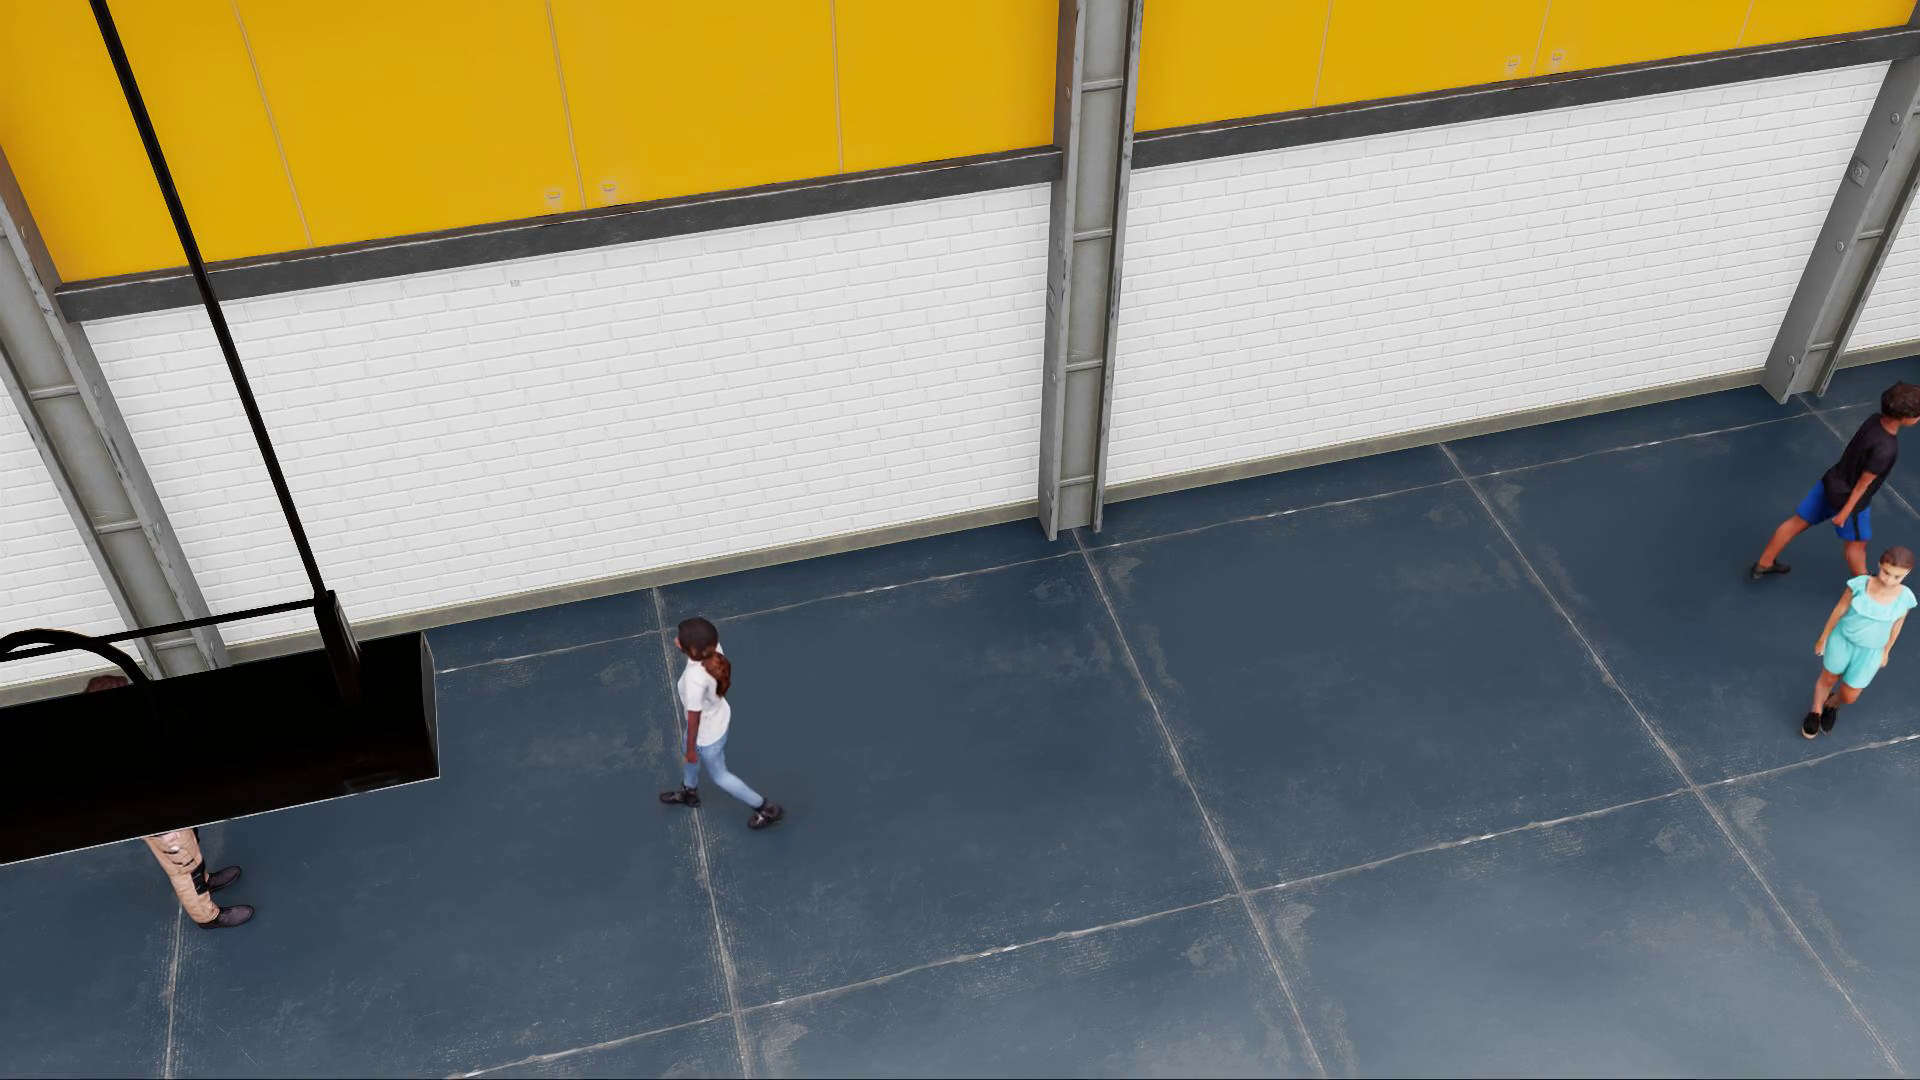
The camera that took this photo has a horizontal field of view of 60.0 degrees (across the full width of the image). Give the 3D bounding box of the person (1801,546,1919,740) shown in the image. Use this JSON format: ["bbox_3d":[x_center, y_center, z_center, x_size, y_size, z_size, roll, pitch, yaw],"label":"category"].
[{"bbox_3d":[5.501,0.589,10.174,0.676,1.554,0.732,24,49,23],"label":"person"}]

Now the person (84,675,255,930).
[{"bbox_3d":[-4.350,1.414,9.040,0.664,1.923,0.750,-20,47,-19],"label":"person"}]

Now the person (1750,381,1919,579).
[{"bbox_3d":[5.761,-0.307,10.988,1.242,1.729,0.976,5,44,5],"label":"person"}]

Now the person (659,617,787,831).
[{"bbox_3d":[-1.381,1.087,9.552,1.112,1.690,0.827,3,44,3],"label":"person"}]
